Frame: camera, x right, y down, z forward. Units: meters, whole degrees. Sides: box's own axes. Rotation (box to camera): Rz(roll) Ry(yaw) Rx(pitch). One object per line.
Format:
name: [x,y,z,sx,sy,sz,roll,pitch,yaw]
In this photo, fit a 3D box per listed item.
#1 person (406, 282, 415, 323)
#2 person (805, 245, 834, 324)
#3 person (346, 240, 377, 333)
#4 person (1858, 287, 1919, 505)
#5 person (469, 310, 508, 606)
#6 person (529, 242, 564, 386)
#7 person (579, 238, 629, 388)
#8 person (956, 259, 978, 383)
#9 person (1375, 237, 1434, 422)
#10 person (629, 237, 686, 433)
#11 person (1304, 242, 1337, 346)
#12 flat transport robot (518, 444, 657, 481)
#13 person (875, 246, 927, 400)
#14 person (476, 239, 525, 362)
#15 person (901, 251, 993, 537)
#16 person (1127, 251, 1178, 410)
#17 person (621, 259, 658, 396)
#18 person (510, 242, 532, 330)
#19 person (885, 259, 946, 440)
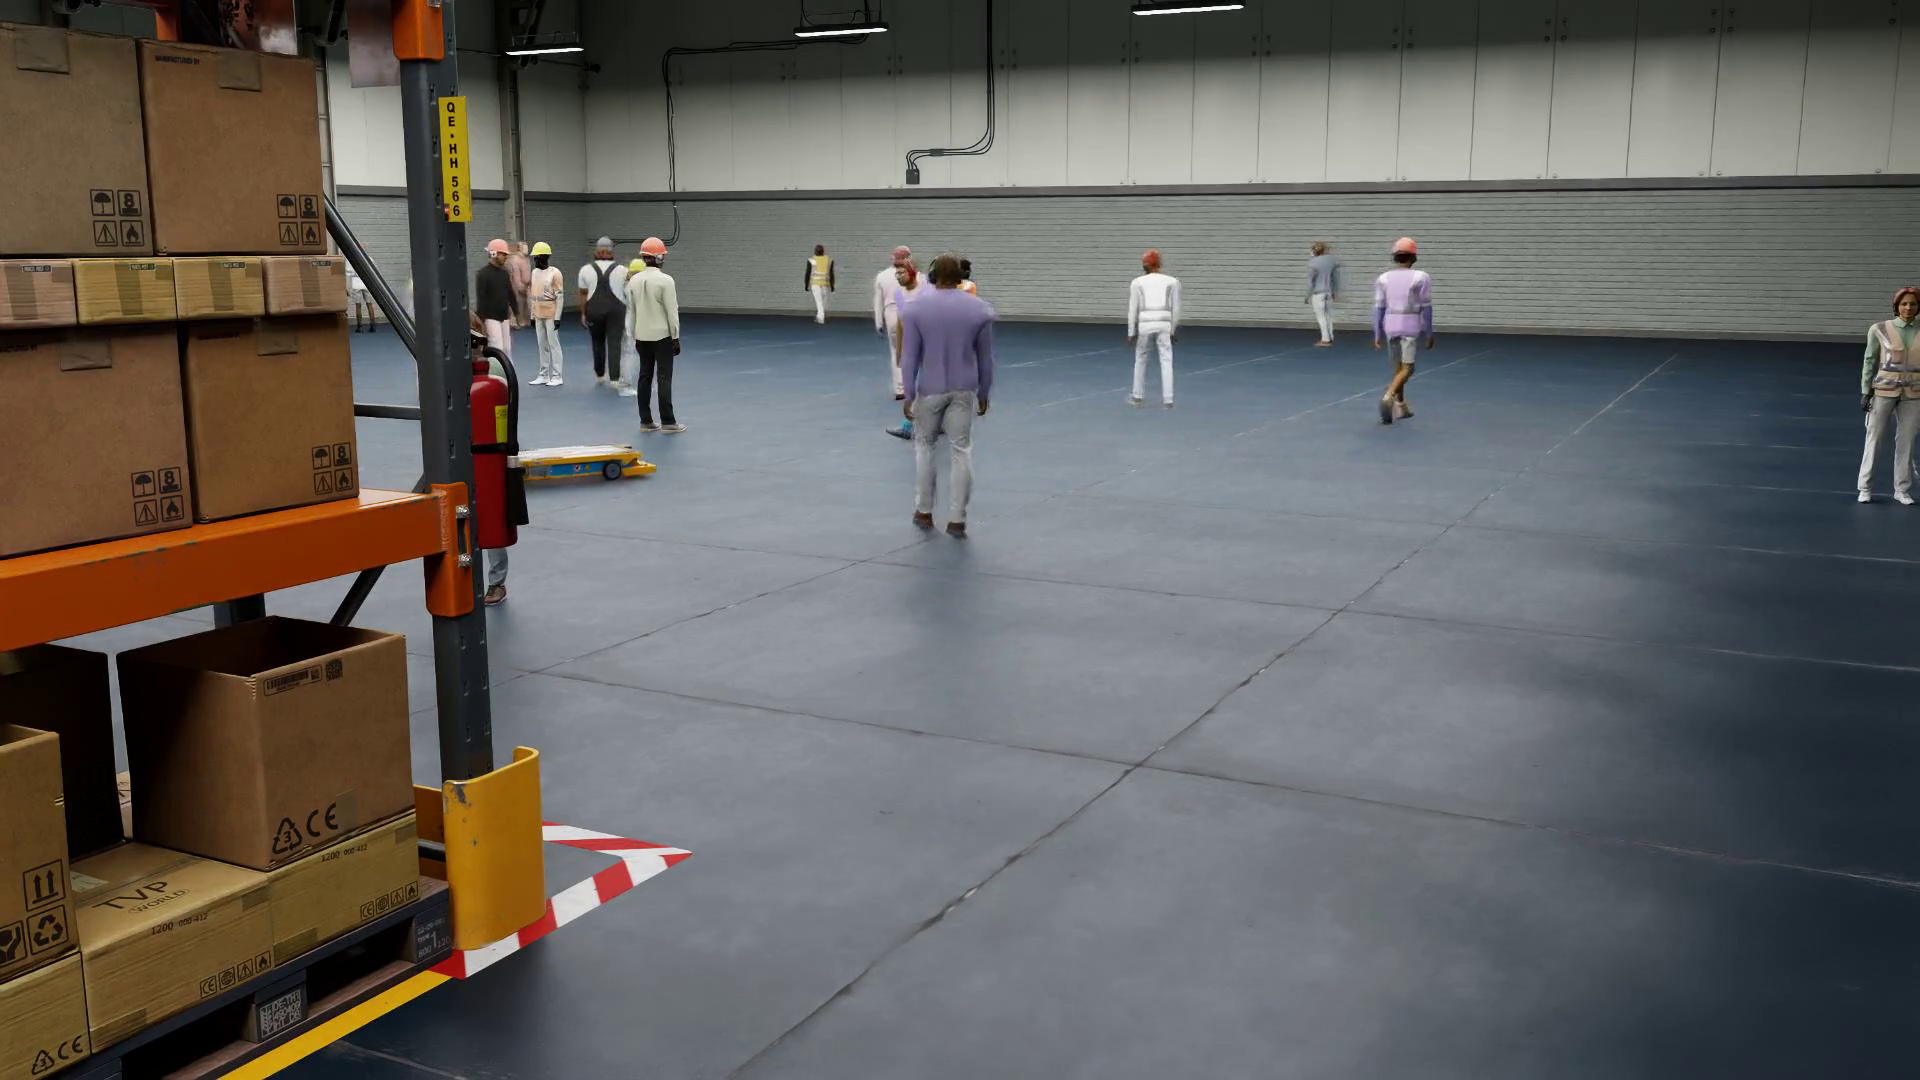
person: [-6.320,-2.516,19.955,0.635,1.799,0.958,-7,12,-32]
person: [-3.243,-5.894,38.368,0.641,1.798,0.950,-4,11,-23]
person: [-12.444,-5.265,34.556,0.568,1.930,0.377,-8,13,-36]
person: [7.068,-1.081,12.530,0.518,1.639,0.312,3,11,15]
person: [-2.694,-0.455,9.130,0.499,1.634,0.279,3,11,18]
person: [-5.585,-3.037,22.408,0.585,1.929,0.370,8,13,36]
person: [-4.727,-3.077,22.323,0.701,2.000,1.041,-1,10,-7]
person: [0.024,-2.992,22.788,0.538,1.698,0.320,8,13,37]
person: [4.788,-2.285,18.105,0.612,2.014,0.915,10,14,42]
person: [-3.114,-2.088,17.050,0.612,1.997,0.375,6,12,30]
person: [6.615,-4.500,30.464,0.671,1.907,0.453,-7,12,-33]
flat transport robot: [-3.314,-0.633,13.827,1.431,0.197,0.652,-7,12,-33]
person: [-0.661,-2.705,20.726,0.669,1.873,0.880,4,11,19]
person: [-5.832,-2.807,21.047,0.494,1.972,0.600,2,11,12]
person: [-0.104,-1.006,11.399,0.657,1.902,0.868,-2,11,-12]
person: [2.245,-2.447,19.485,0.602,1.831,0.817,0,10,0]
person: [-4.003,-2.684,21.076,0.746,1.714,0.508,-4,11,-23]
person: [-9.255,-5.423,35.565,0.949,1.864,0.674,3,11,13]
person: [-0.447,-1.891,16.571,0.901,1.781,0.605,-8,13,-39]
